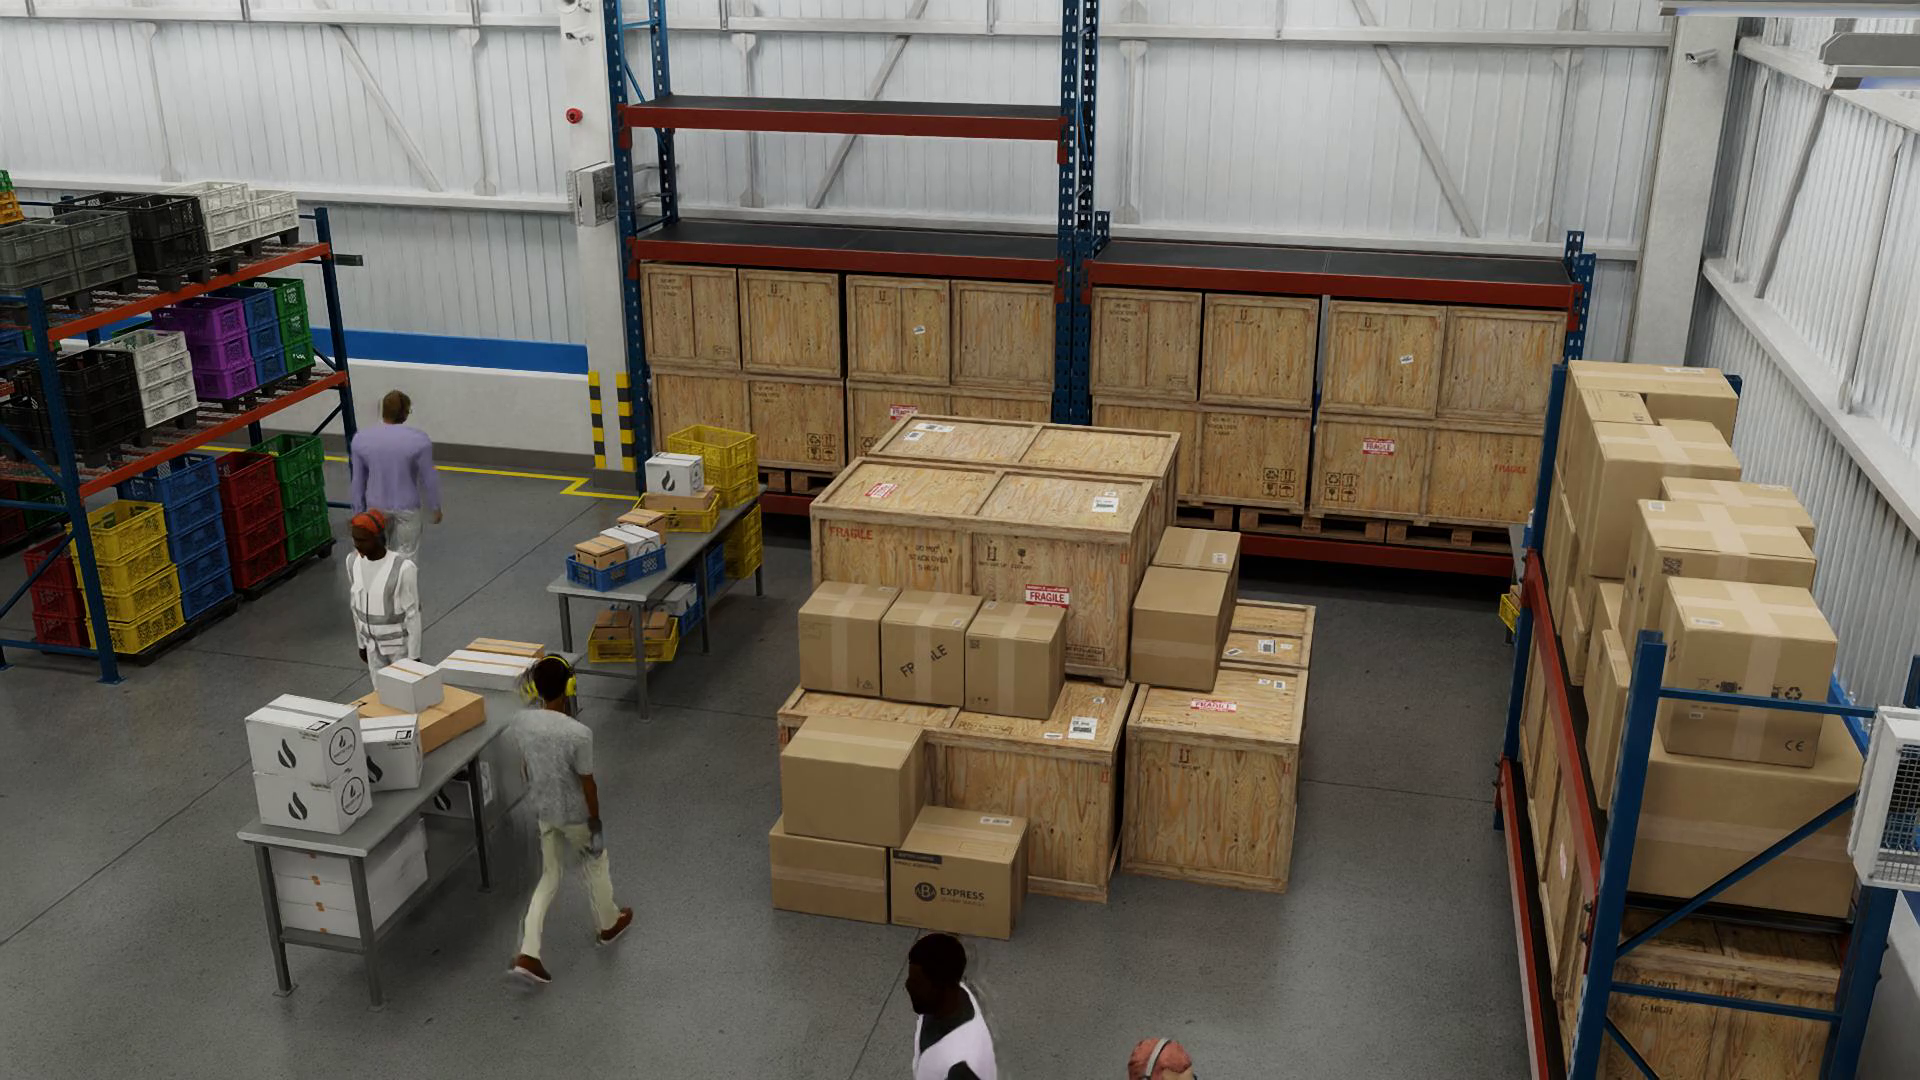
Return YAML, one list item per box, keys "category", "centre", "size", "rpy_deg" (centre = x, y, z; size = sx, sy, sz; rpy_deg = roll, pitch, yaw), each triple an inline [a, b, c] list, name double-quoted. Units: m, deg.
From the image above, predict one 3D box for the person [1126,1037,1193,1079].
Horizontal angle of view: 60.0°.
- category: "person"
  centre: [0.664, 2.590, 5.975]
  size: [0.399, 1.900, 0.650]
  rpy_deg: [15, 25, 34]

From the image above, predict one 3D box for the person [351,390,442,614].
- category: "person"
  centre: [-4.533, -0.269, 13.440]
  size: [0.691, 1.907, 0.435]
  rpy_deg: [-1, 21, -2]

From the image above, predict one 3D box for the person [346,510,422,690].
- category: "person"
  centre: [-3.768, 0.688, 10.977]
  size: [0.567, 1.879, 0.353]
  rpy_deg: [10, 23, 25]

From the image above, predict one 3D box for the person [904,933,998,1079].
- category: "person"
  centre: [-0.043, 2.380, 6.566]
  size: [1.004, 1.870, 0.613]
  rpy_deg: [-5, 22, -13]

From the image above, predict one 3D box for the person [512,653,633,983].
- category: "person"
  centre: [-2.151, 1.482, 8.962]
  size: [0.523, 1.832, 0.852]
  rpy_deg: [7, 22, 17]
